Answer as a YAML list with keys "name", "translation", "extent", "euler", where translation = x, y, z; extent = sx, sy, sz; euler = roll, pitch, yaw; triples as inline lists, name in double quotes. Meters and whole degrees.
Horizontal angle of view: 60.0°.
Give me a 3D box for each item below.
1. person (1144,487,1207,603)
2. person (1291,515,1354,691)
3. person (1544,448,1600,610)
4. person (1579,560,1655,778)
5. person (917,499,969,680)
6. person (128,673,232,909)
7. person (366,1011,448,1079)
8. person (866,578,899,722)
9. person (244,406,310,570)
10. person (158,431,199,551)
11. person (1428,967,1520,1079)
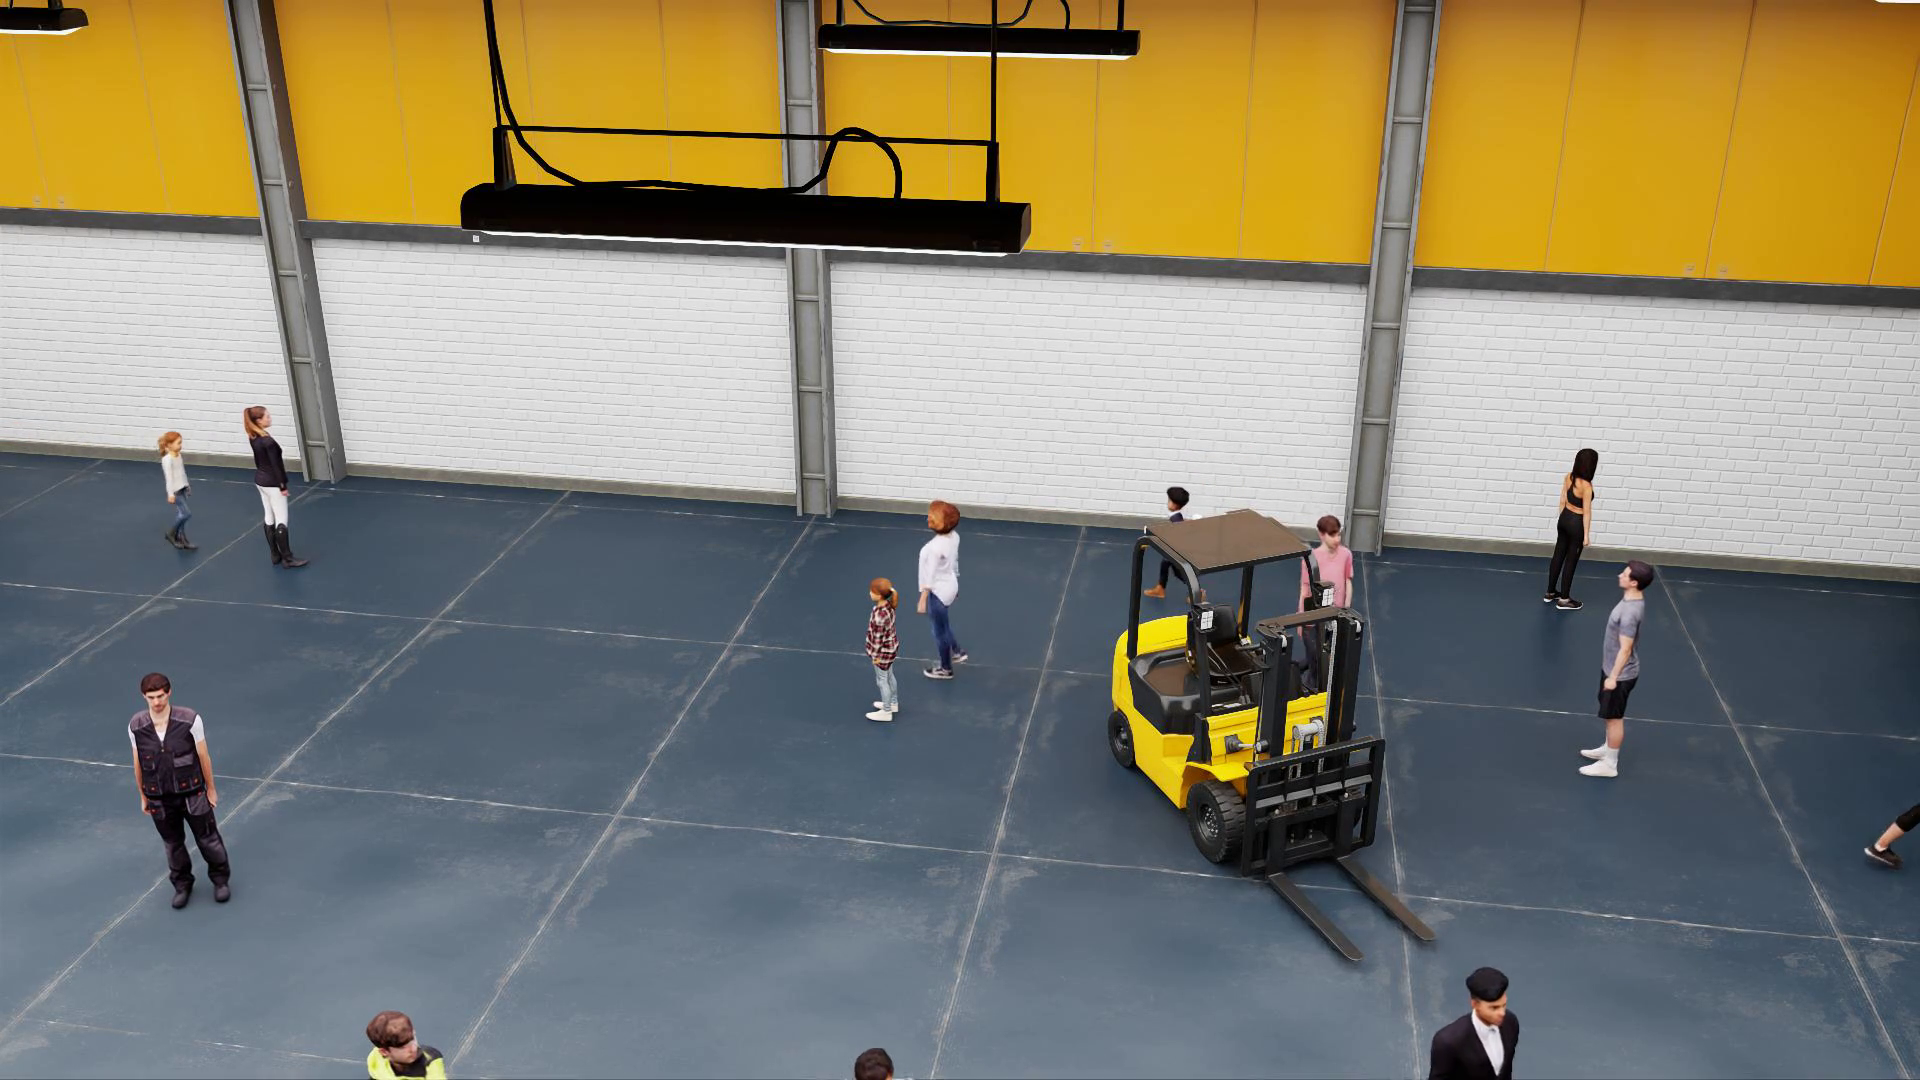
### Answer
- name: "person"
  translation: [2.167, 0.066, 16.370]
  extent: [0.864, 1.208, 0.557]
  euler: [6, 24, 14]
- name: "person"
  translation: [3.022, 0.651, 14.119]
  extent: [1.056, 1.940, 1.039]
  euler: [-10, 26, -22]
- name: "person"
  translation: [5.987, -0.129, 16.275]
  extent: [0.652, 1.642, 0.643]
  euler: [-8, 25, -19]
- name: "person"
  translation: [5.313, 1.026, 13.347]
  extent: [0.651, 1.871, 0.709]
  euler: [10, 26, 23]
- name: "person"
  translation: [-0.079, 0.462, 14.848]
  extent: [0.670, 1.702, 0.685]
  euler: [8, 25, 17]
- name: "person"
  translation: [-5.511, 1.754, 11.717]
  extent: [0.672, 1.843, 0.798]
  euler: [-5, 24, -12]
- name: "person"
  translation: [-2.740, 3.157, 8.336]
  extent: [0.670, 1.980, 0.794]
  euler: [7, 25, 15]
- name: "person"
  translation: [-0.647, 0.928, 14.279]
  extent: [0.512, 1.304, 0.538]
  euler: [6, 24, 14]
- name: "person"
  translation: [-7.088, -0.548, 17.124]
  extent: [0.645, 1.729, 0.730]
  euler: [21, 31, 39]
- name: "person"
  translation: [-8.336, -0.510, 17.570]
  extent: [0.597, 1.303, 0.537]
  euler: [2, 24, 4]
- name: "person"
  translation: [2.643, 3.005, 8.833]
  extent: [1.174, 1.860, 1.161]
  euler: [-11, 26, -24]
